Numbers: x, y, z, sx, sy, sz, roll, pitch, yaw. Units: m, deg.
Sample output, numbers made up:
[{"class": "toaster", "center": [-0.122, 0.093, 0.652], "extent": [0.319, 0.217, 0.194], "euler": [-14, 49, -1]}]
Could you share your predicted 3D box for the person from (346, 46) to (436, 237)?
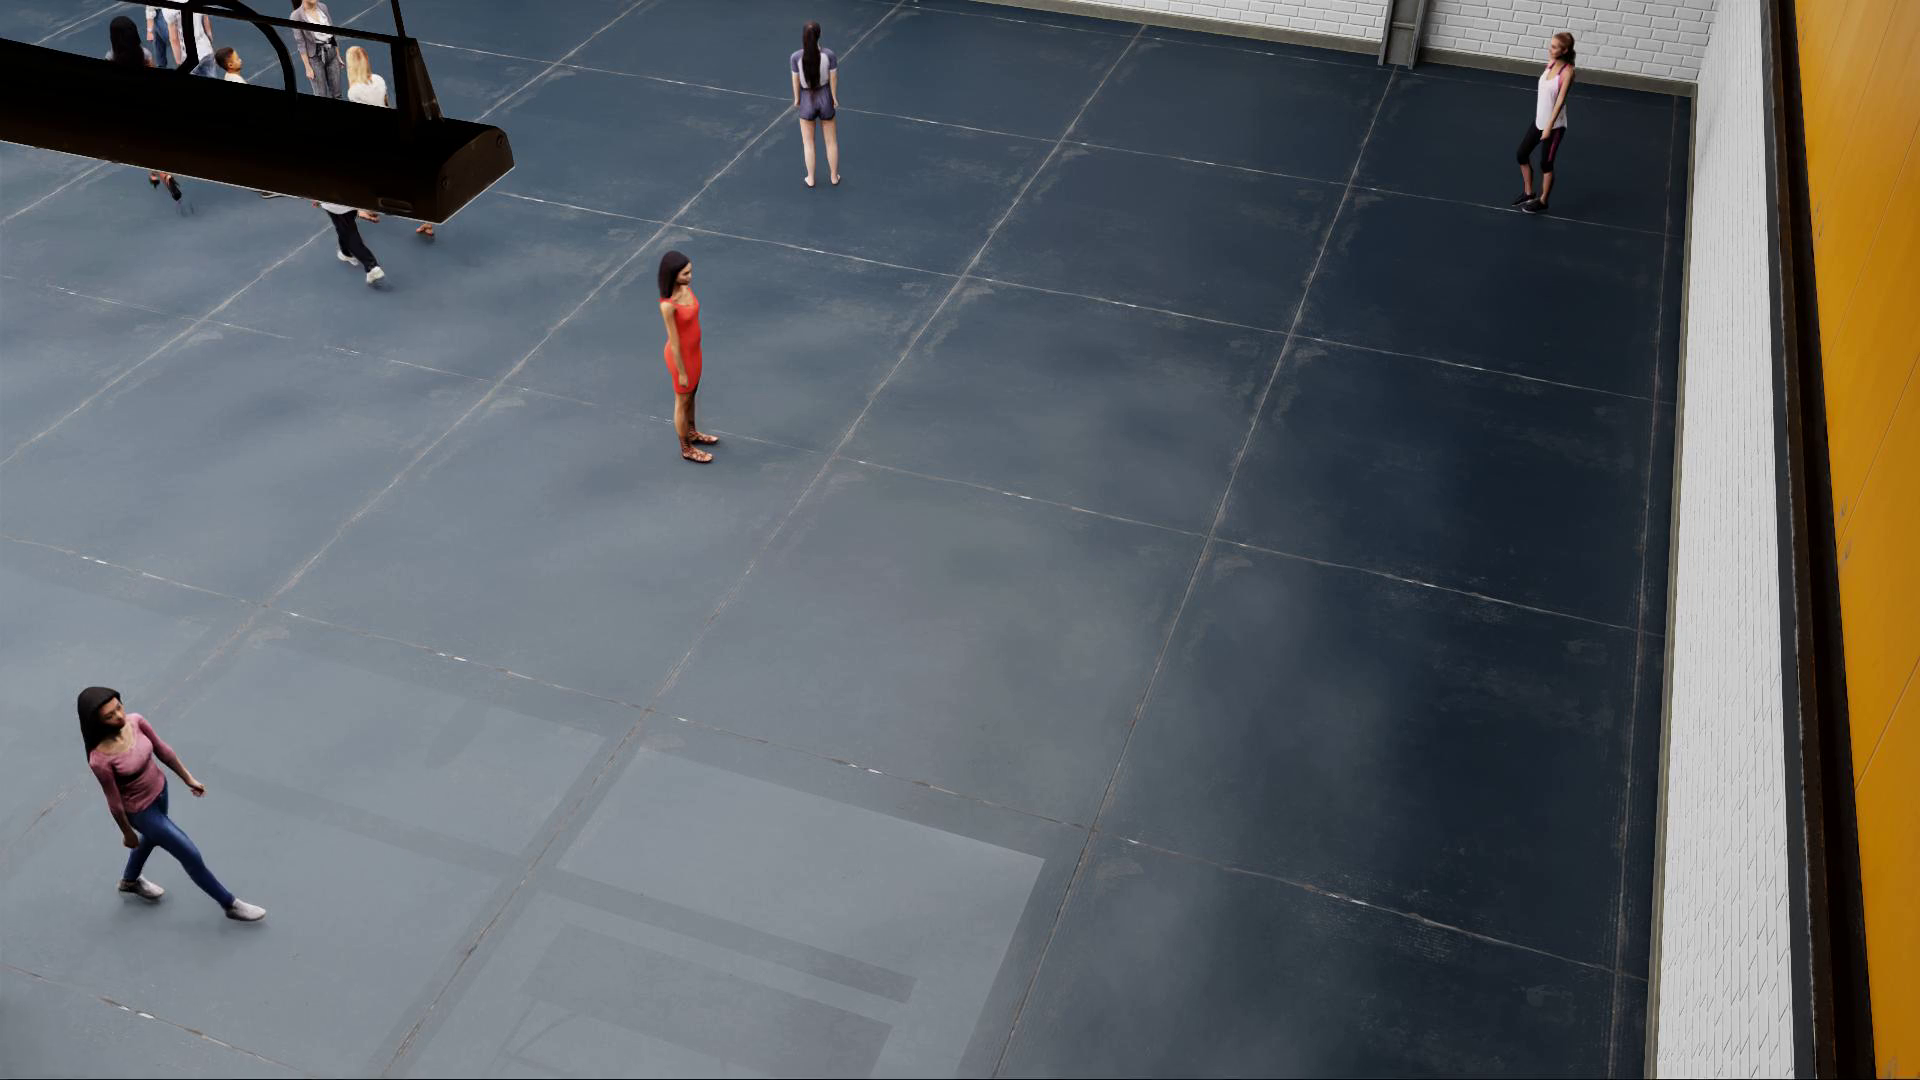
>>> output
[{"class": "person", "center": [-5.214, -3.577, 15.192], "extent": [1.251, 1.774, 0.824], "euler": [23, 44, 26]}]

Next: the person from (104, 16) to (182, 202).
[{"class": "person", "center": [-7.739, -4.030, 15.786], "extent": [0.954, 1.741, 1.165], "euler": [-31, 48, -33]}]

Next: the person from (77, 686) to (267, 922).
[{"class": "person", "center": [-4.459, 1.419, 8.995], "extent": [1.179, 1.701, 0.759], "euler": [5, 39, 7]}]

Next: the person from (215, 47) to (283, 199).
[{"class": "person", "center": [-6.874, -4.022, 15.996], "extent": [0.687, 1.465, 0.590], "euler": [-28, 46, -30]}]

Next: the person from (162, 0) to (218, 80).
[{"class": "person", "center": [-7.619, -4.840, 16.718], "extent": [0.765, 1.843, 0.730], "euler": [18, 42, 21]}]

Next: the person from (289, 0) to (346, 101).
[{"class": "person", "center": [-6.474, -4.847, 16.859], "extent": [0.661, 1.678, 0.668], "euler": [21, 43, 24]}]

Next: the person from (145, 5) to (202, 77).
[{"class": "person", "center": [-8.352, -5.480, 17.648], "extent": [1.175, 1.683, 0.944], "euler": [-6, 39, -7]}]

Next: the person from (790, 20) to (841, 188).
[{"class": "person", "center": [-1.384, -4.213, 16.088], "extent": [0.602, 1.650, 0.725], "euler": [-5, 39, -6]}]

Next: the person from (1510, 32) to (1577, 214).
[{"class": "person", "center": [5.614, -3.894, 15.590], "extent": [0.800, 1.772, 0.758], "euler": [-10, 40, -12]}]

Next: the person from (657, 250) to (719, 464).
[{"class": "person", "center": [-2.078, -1.384, 12.487], "extent": [0.609, 1.724, 0.637], "euler": [3, 39, 4]}]
